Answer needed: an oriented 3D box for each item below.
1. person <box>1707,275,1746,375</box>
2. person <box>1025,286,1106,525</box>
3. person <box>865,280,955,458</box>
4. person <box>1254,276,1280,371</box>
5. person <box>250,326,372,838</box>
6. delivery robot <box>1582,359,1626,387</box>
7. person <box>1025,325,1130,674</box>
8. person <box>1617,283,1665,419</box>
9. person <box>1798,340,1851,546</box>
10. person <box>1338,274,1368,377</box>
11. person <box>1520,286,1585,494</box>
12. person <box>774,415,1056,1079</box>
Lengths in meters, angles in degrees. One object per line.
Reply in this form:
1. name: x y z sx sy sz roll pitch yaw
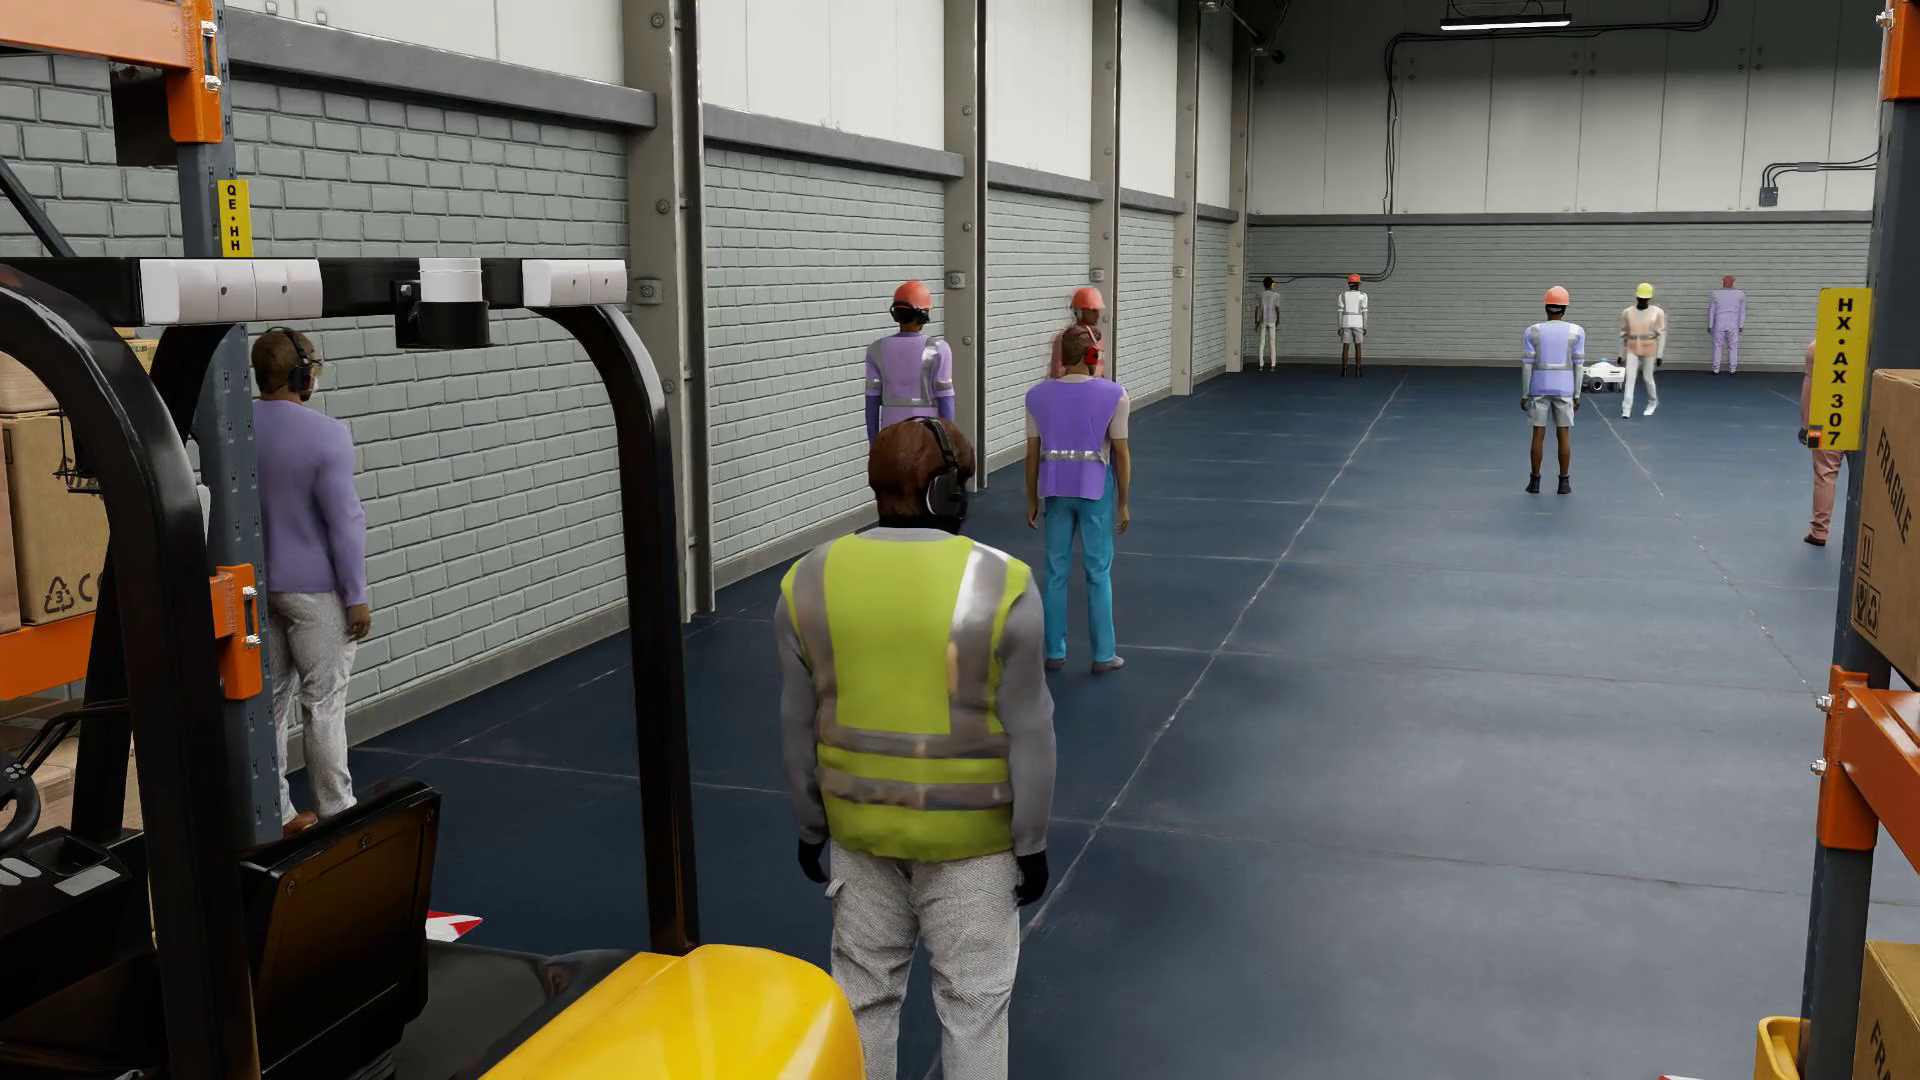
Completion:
1. person: 14.593 -4.090 31.696 0.640 1.910 0.401 3 10 19
2. person: 0.907 -1.080 13.557 0.625 1.976 0.623 8 12 39
3. person: -0.318 -0.670 10.919 0.606 2.045 0.389 3 10 19
4. person: 6.099 -4.298 33.039 0.521 1.873 0.334 3 10 19
5. person: -2.434 0.195 6.082 0.628 1.940 0.377 3 10 19
6. delivery robot: 10.618 -2.756 27.489 0.707 0.478 0.477 -2 10 -12
7. person: 0.613 -0.204 8.751 0.564 1.839 0.395 3 10 19
8. person: 9.513 -2.643 23.203 0.637 1.876 0.963 7 12 36
9. person: 6.738 -0.895 12.665 0.640 1.910 0.401 3 10 19
10. person: 7.364 -4.023 31.221 0.544 1.933 0.376 3 10 19
11. person: 5.527 -1.394 15.544 0.544 1.939 0.372 3 10 19
12. person: -0.084 0.644 3.712 0.622 1.840 0.430 3 10 19
